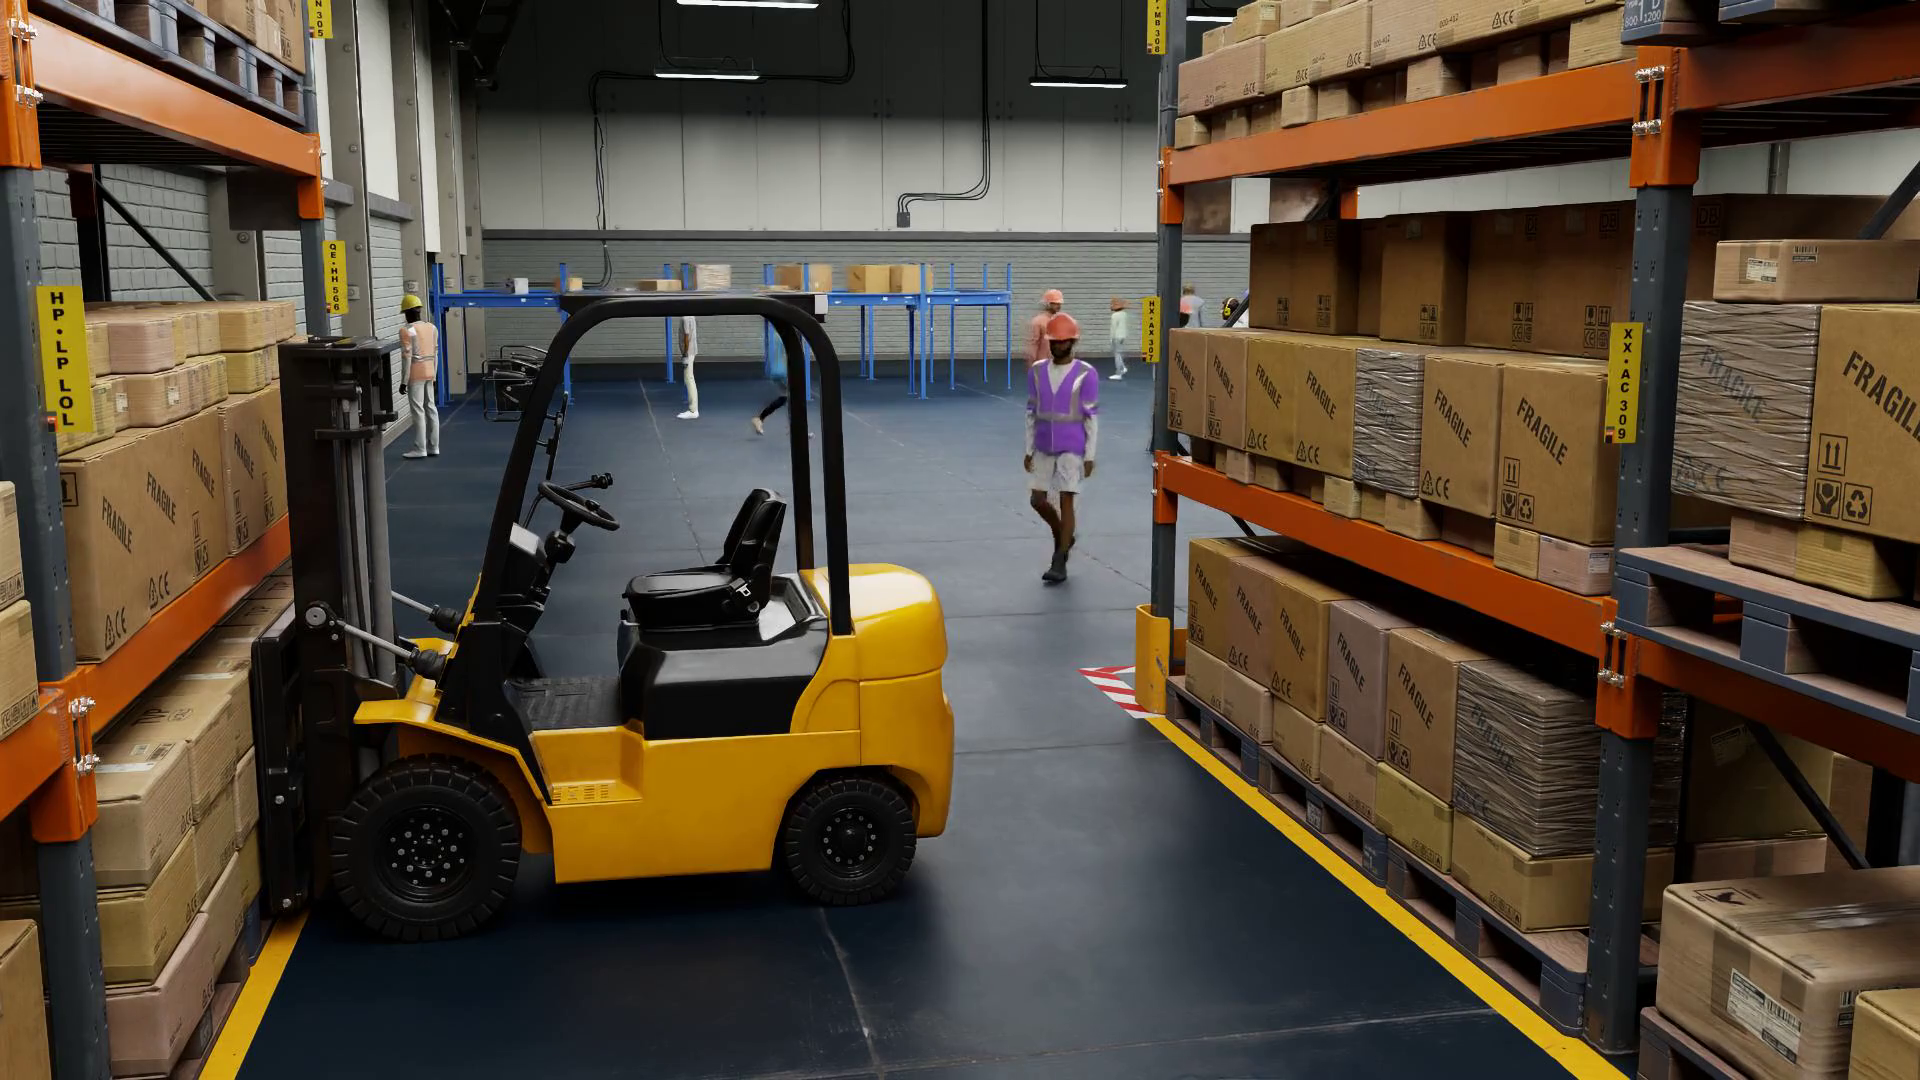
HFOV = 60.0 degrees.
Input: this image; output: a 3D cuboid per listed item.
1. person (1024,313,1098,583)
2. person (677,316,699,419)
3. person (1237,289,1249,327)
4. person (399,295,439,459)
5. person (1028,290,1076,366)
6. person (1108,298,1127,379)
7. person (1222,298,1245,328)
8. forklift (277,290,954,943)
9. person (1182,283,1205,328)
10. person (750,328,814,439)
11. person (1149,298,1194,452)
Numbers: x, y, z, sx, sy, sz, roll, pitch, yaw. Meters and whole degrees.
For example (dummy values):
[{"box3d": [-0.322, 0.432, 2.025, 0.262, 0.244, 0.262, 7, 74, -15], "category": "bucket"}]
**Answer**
[{"box3d": [0.732, -0.673, 11.997, 0.571, 1.926, 0.506, 5, 10, 26], "category": "person"}, {"box3d": [-4.098, -2.758, 24.926, 0.319, 1.860, 0.516, -1, 9, -5], "category": "person"}, {"box3d": [4.814, -3.206, 27.540, 0.589, 1.902, 0.996, 1, 9, 6], "category": "person"}, {"box3d": [-6.412, -1.930, 19.674, 0.372, 1.922, 0.585, 4, 10, 22], "category": "person"}, {"box3d": [1.292, -2.377, 22.328, 0.643, 1.932, 1.052, -9, 13, -42], "category": "person"}, {"box3d": [3.146, -4.052, 33.496, 0.344, 1.618, 0.529, 6, 11, 32], "category": "person"}, {"box3d": [3.342, -2.061, 20.631, 0.329, 1.872, 0.510, 6, 11, 35], "category": "person"}, {"box3d": [-1.179, 0.175, 6.143, 2.313, 2.155, 1.214, -2, 10, -12], "category": "forklift"}, {"box3d": [4.664, -4.304, 34.152, 0.666, 1.913, 0.746, -1, 9, -8], "category": "person"}, {"box3d": [-2.350, -2.164, 21.893, 0.761, 1.665, 0.558, -3, 10, -17], "category": "person"}, {"box3d": [2.605, -1.932, 19.816, 0.552, 1.886, 1.006, -5, 11, -29], "category": "person"}]
